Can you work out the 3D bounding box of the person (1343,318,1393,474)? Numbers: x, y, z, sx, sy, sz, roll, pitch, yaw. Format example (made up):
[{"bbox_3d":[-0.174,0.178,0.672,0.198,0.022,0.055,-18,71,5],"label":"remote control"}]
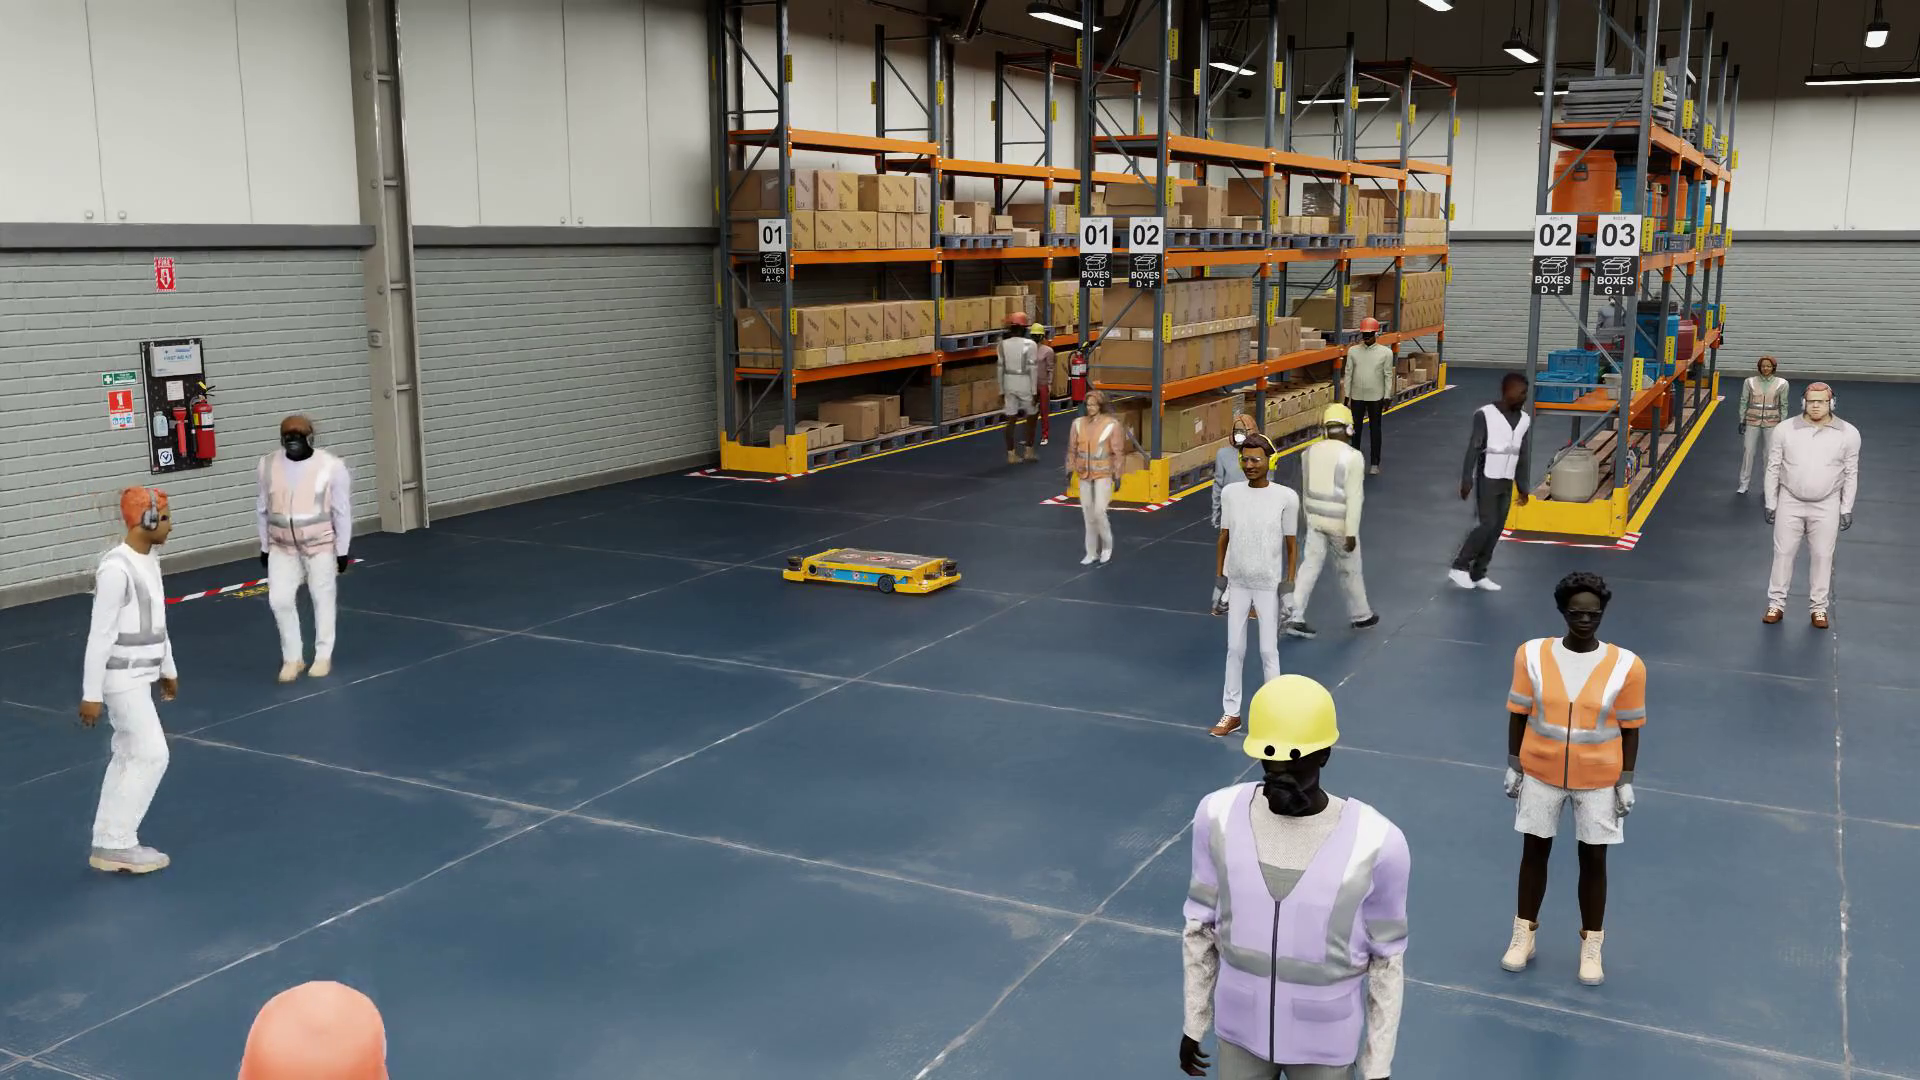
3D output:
[{"bbox_3d":[5.190,-1.835,21.217,0.621,1.994,0.381,5,12,26],"label":"person"}]

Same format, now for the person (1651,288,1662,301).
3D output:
[{"bbox_3d":[13.567,-3.925,32.492,0.723,2.000,0.535,4,11,19],"label":"person"}]

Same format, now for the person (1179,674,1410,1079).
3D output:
[{"bbox_3d":[0.857,1.287,4.380,0.593,1.926,0.366,5,12,26],"label":"person"}]

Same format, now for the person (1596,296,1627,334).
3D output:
[{"bbox_3d":[13.104,-4.047,33.434,0.635,1.939,0.366,5,12,26],"label":"person"}]

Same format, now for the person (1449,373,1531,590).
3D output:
[{"bbox_3d":[4.584,-0.494,14.254,0.707,1.865,0.395,-6,12,-31],"label":"person"}]

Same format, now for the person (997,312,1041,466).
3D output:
[{"bbox_3d":[0.827,-2.010,22.087,0.652,2.020,0.733,6,12,31],"label":"person"}]

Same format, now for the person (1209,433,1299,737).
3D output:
[{"bbox_3d":[1.764,0.290,10.002,0.531,1.861,0.322,5,12,26],"label":"person"}]

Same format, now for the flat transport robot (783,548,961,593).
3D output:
[{"bbox_3d":[-0.771,0.253,14.536,1.431,0.197,0.652,5,12,27],"label":"flat transport robot"}]

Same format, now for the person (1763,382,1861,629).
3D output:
[{"bbox_3d":[6.595,-0.271,12.930,0.650,1.907,0.409,5,12,26],"label":"person"}]

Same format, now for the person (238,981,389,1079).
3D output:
[{"bbox_3d":[-1.083,1.593,2.929,0.616,1.862,1.066,-1,10,-3],"label":"person"}]

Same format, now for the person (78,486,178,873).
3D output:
[{"bbox_3d":[-3.992,0.667,7.962,0.518,1.848,0.596,-3,11,-16],"label":"person"}]

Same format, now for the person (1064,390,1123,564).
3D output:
[{"bbox_3d":[1.227,-0.569,15.307,0.528,1.624,0.369,7,13,34],"label":"person"}]

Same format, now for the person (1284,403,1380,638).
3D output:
[{"bbox_3d":[2.808,-0.141,12.597,0.957,1.777,0.608,-8,13,-37],"label":"person"}]

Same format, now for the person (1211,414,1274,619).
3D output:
[{"bbox_3d":[2.240,-0.191,13.239,0.506,1.633,0.279,5,12,26],"label":"person"}]

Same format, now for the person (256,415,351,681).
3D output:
[{"bbox_3d":[-4.479,0.066,11.311,0.661,1.823,0.596,-1,10,-3],"label":"person"}]

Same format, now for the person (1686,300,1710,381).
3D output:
[{"bbox_3d":[14.067,-3.673,31.710,0.487,1.817,0.532,3,11,17],"label":"person"}]

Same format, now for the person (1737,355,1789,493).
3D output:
[{"bbox_3d":[9.420,-1.348,19.534,0.521,1.640,0.306,5,12,26],"label":"person"}]

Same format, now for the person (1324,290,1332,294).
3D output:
[{"bbox_3d":[8.346,-4.760,37.721,0.603,1.804,0.487,5,11,24],"label":"person"}]

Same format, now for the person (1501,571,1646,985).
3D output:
[{"bbox_3d":[2.487,0.960,6.785,0.540,1.700,0.316,5,12,26],"label":"person"}]

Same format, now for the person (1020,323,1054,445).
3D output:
[{"bbox_3d":[1.108,-2.256,24.133,0.532,1.772,0.300,5,12,26],"label":"person"}]
